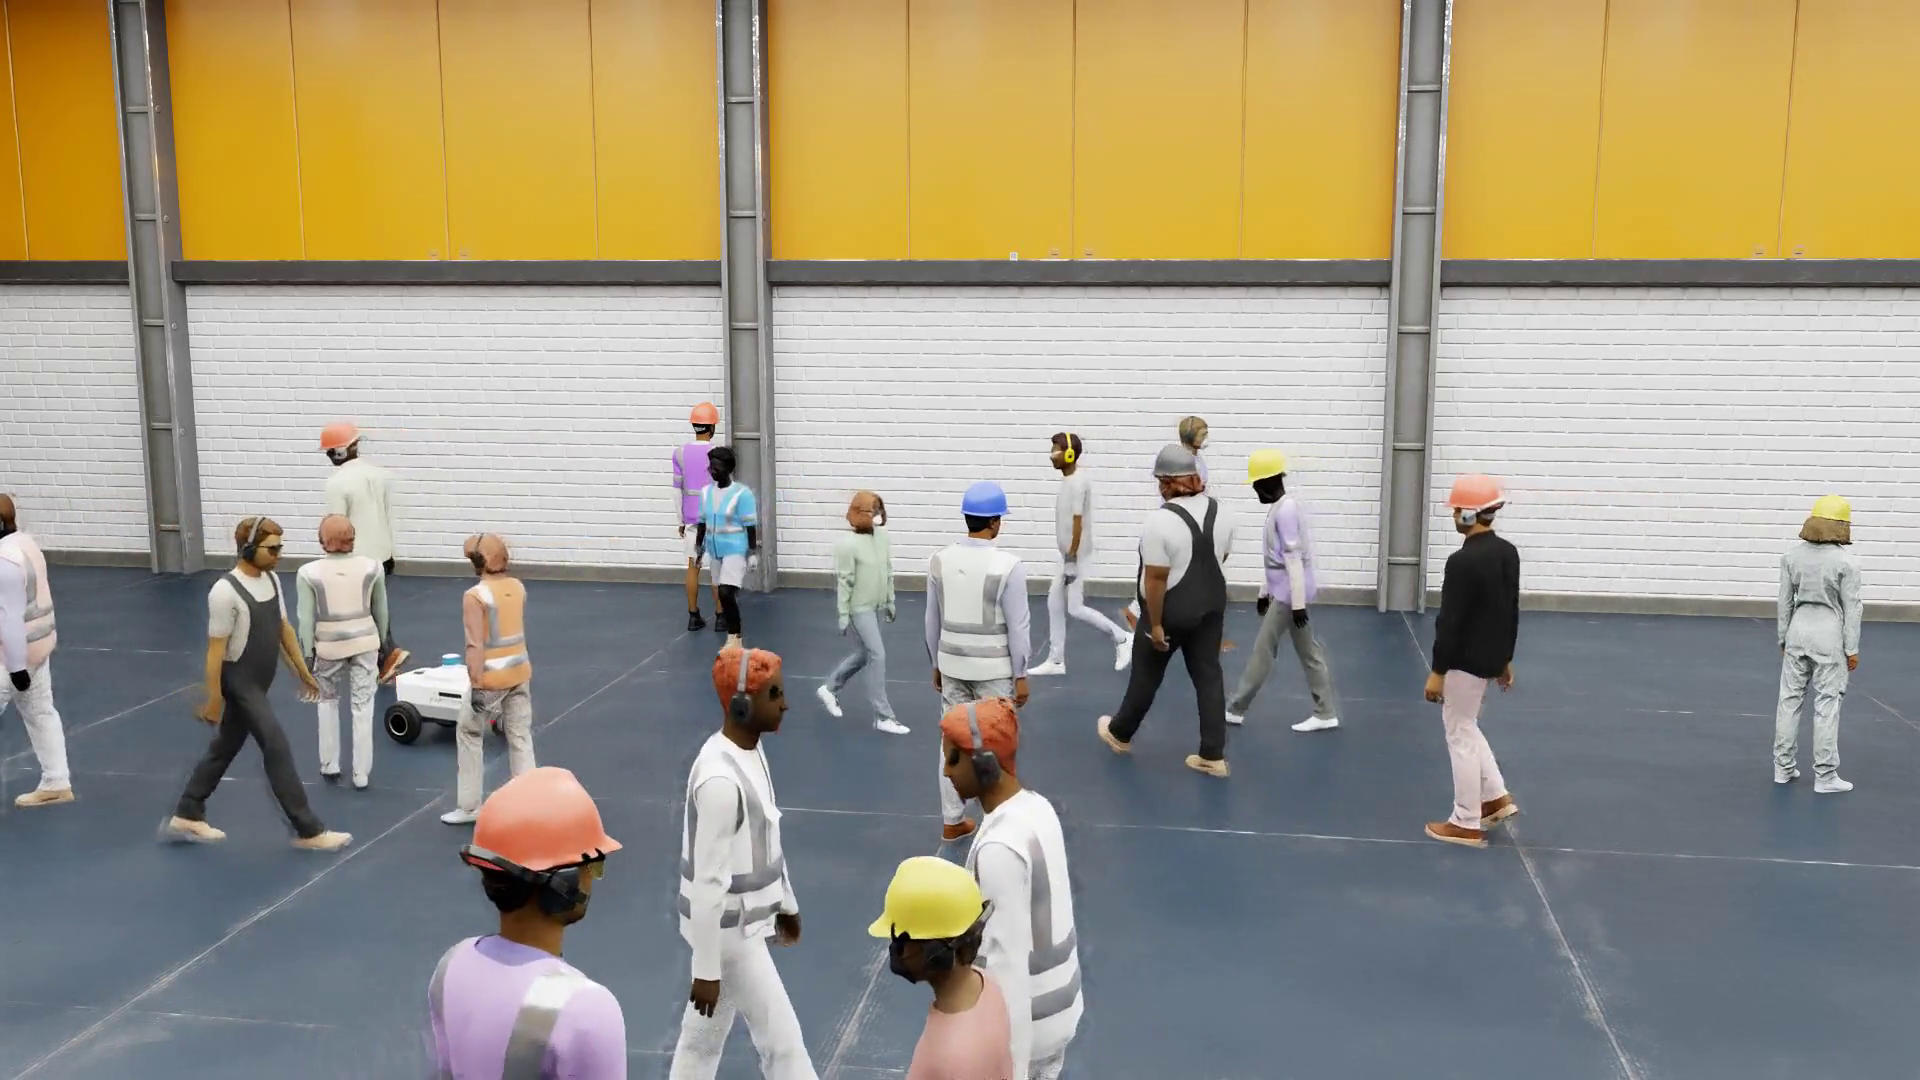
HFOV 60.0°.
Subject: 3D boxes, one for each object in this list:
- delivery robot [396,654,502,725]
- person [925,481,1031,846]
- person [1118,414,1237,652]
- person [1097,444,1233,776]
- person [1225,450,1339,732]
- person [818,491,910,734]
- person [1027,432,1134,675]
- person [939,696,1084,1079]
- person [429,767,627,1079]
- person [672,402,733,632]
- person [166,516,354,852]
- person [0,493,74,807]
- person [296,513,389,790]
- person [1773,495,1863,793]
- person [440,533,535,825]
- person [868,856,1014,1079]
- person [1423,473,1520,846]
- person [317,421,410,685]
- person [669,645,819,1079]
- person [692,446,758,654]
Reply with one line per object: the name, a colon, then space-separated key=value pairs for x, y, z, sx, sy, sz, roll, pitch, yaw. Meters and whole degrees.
delivery robot: x=-3.275 y=0.981 z=10.729 sx=0.707 sy=0.478 sz=0.477 roll=4 pitch=10 yaw=23
person: x=0.105 y=0.661 z=8.704 sx=0.608 sy=1.946 sz=0.406 roll=6 pitch=11 yaw=34
person: x=1.738 y=-0.059 z=13.283 sx=0.916 sy=1.914 sz=0.633 roll=2 pitch=10 yaw=15
person: x=1.283 y=0.377 z=10.168 sx=0.693 sy=2.000 sz=0.965 roll=-5 pitch=11 yaw=-29
person: x=2.060 y=0.344 z=10.912 sx=0.994 sy=1.866 sz=0.614 roll=2 pitch=9 yaw=13
person: x=-0.659 y=0.453 z=11.039 sx=0.769 sy=1.602 sz=0.507 roll=6 pitch=11 yaw=32
person: x=0.911 y=0.111 z=12.398 sx=0.747 sy=1.852 sz=0.518 roll=-2 pitch=9 yaw=-11
person: x=0.108 y=1.357 z=4.669 sx=0.539 sy=1.860 sz=0.619 roll=2 pitch=10 yaw=14
person: x=-0.881 y=1.476 z=3.450 sx=0.845 sy=2.021 sz=0.643 roll=-8 pitch=12 yaw=-39
person: x=-2.130 y=-0.189 z=13.975 sx=0.543 sy=1.939 sz=0.361 roll=3 pitch=10 yaw=16
person: x=-3.731 y=0.756 z=8.660 sx=1.002 sy=1.792 sz=0.532 roll=0 pitch=9 yaw=2
person: x=-5.405 y=0.640 z=9.261 sx=0.761 sy=1.819 sz=0.630 roll=-3 pitch=10 yaw=-16
person: x=-3.636 y=0.643 z=9.828 sx=0.518 sy=1.616 sz=0.626 roll=-4 pitch=10 yaw=-26
person: x=5.034 y=0.600 z=9.731 sx=0.306 sy=1.741 sz=0.492 roll=-6 pitch=11 yaw=-33
person: x=-2.581 y=0.766 z=9.064 sx=0.648 sy=1.615 sz=0.527 roll=4 pitch=10 yaw=24
person: x=-0.057 y=1.563 z=3.830 sx=0.871 sy=1.716 sz=0.520 roll=1 pitch=9 yaw=8
person: x=2.675 y=0.636 z=8.767 sx=0.432 sy=1.982 sz=0.618 roll=8 pitch=12 yaw=40
person: x=-4.287 y=0.119 z=11.992 sx=0.606 sy=1.966 sz=0.690 roll=3 pitch=10 yaw=18
person: x=-0.585 y=1.253 z=5.360 sx=0.923 sy=1.844 sz=0.611 roll=0 pitch=9 yaw=-2
person: x=-1.852 y=0.114 z=12.908 sx=0.558 sy=1.677 sz=0.559 roll=7 pitch=11 yaw=36
